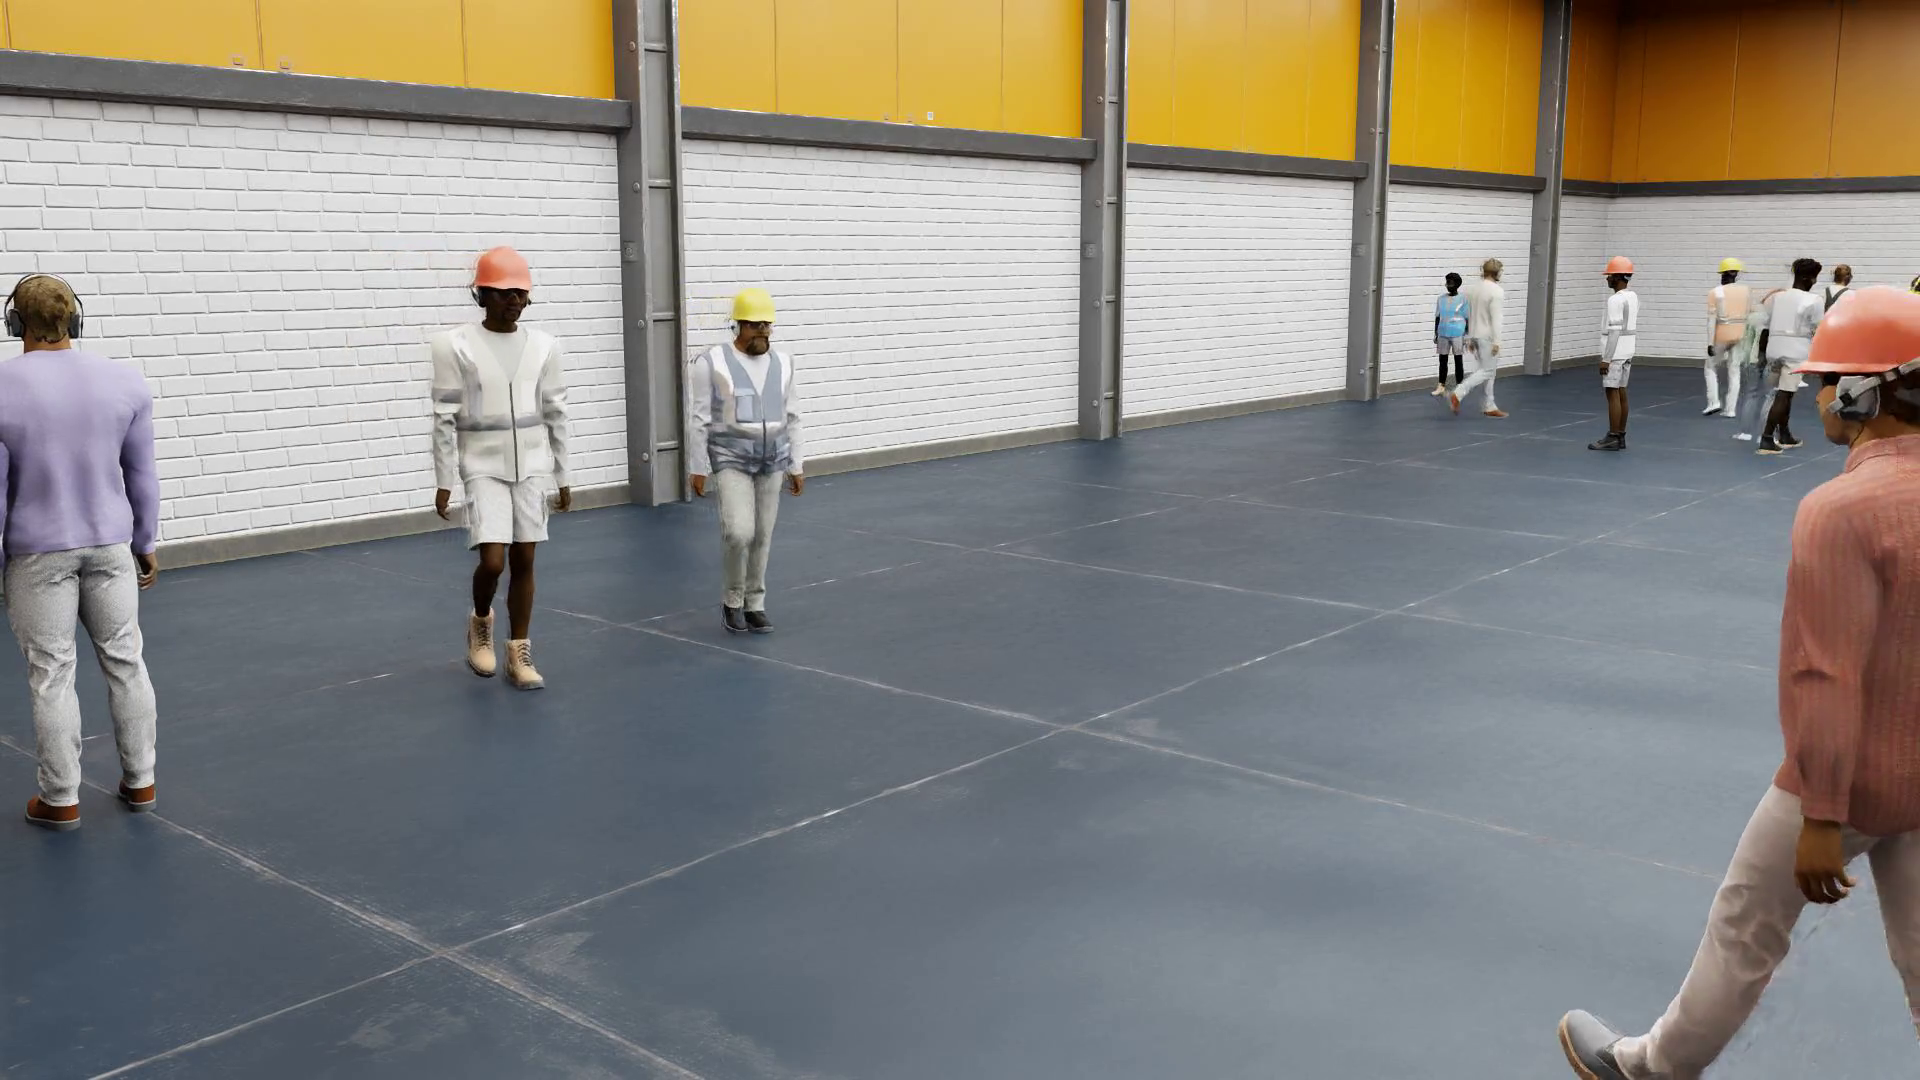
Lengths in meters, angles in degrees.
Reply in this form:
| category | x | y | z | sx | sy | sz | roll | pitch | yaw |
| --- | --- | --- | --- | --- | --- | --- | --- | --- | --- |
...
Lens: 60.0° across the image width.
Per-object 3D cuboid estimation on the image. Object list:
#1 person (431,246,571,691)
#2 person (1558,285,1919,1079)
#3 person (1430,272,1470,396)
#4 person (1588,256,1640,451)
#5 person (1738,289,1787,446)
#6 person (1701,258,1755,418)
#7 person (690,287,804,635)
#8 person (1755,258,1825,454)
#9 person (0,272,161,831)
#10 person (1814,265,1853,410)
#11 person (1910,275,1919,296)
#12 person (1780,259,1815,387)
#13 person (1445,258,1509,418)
| category | x | y | z | sx | sy | sz | roll | pitch | yaw |
| --- | --- | --- | --- | --- | --- | --- | --- | --- | --- |
| person | -2.068 | -0.311 | 7.577 | 0.642 | 2.029 | 0.434 | -8 | 13 | -37 |
| person | 1.815 | 0.453 | 3.476 | 0.656 | 1.935 | 1.030 | -6 | 11 | -29 |
| person | 6.679 | -2.784 | 22.603 | 0.317 | 1.697 | 0.540 | -10 | 14 | -44 |
| person | 6.552 | -1.857 | 16.645 | 0.355 | 1.938 | 0.545 | 8 | 13 | 38 |
| person | 8.393 | -1.802 | 17.297 | 0.329 | 1.602 | 0.783 | -1 | 10 | -8 |
| person | 9.169 | -2.412 | 19.906 | 0.590 | 1.906 | 0.537 | 0 | 10 | -2 |
| person | -1.078 | -0.396 | 8.643 | 0.605 | 1.817 | 0.462 | -7 | 12 | -33 |
| person | 8.253 | -1.808 | 16.411 | 0.899 | 1.911 | 0.617 | -5 | 11 | -25 |
| person | -3.119 | 0.046 | 5.814 | 0.629 | 1.940 | 0.373 | -10 | 14 | -44 |
| person | 11.091 | -2.543 | 20.925 | 0.905 | 1.804 | 0.532 | -6 | 12 | -30 |
| person | 7.622 | -1.182 | 13.165 | 0.506 | 1.822 | 1.017 | -1 | 10 | -7 |
| person | 12.208 | -3.169 | 24.314 | 0.310 | 1.868 | 0.534 | -9 | 13 | -42 |
| person | 6.147 | -2.369 | 19.652 | 0.809 | 1.918 | 0.635 | -2 | 10 | -11 |
